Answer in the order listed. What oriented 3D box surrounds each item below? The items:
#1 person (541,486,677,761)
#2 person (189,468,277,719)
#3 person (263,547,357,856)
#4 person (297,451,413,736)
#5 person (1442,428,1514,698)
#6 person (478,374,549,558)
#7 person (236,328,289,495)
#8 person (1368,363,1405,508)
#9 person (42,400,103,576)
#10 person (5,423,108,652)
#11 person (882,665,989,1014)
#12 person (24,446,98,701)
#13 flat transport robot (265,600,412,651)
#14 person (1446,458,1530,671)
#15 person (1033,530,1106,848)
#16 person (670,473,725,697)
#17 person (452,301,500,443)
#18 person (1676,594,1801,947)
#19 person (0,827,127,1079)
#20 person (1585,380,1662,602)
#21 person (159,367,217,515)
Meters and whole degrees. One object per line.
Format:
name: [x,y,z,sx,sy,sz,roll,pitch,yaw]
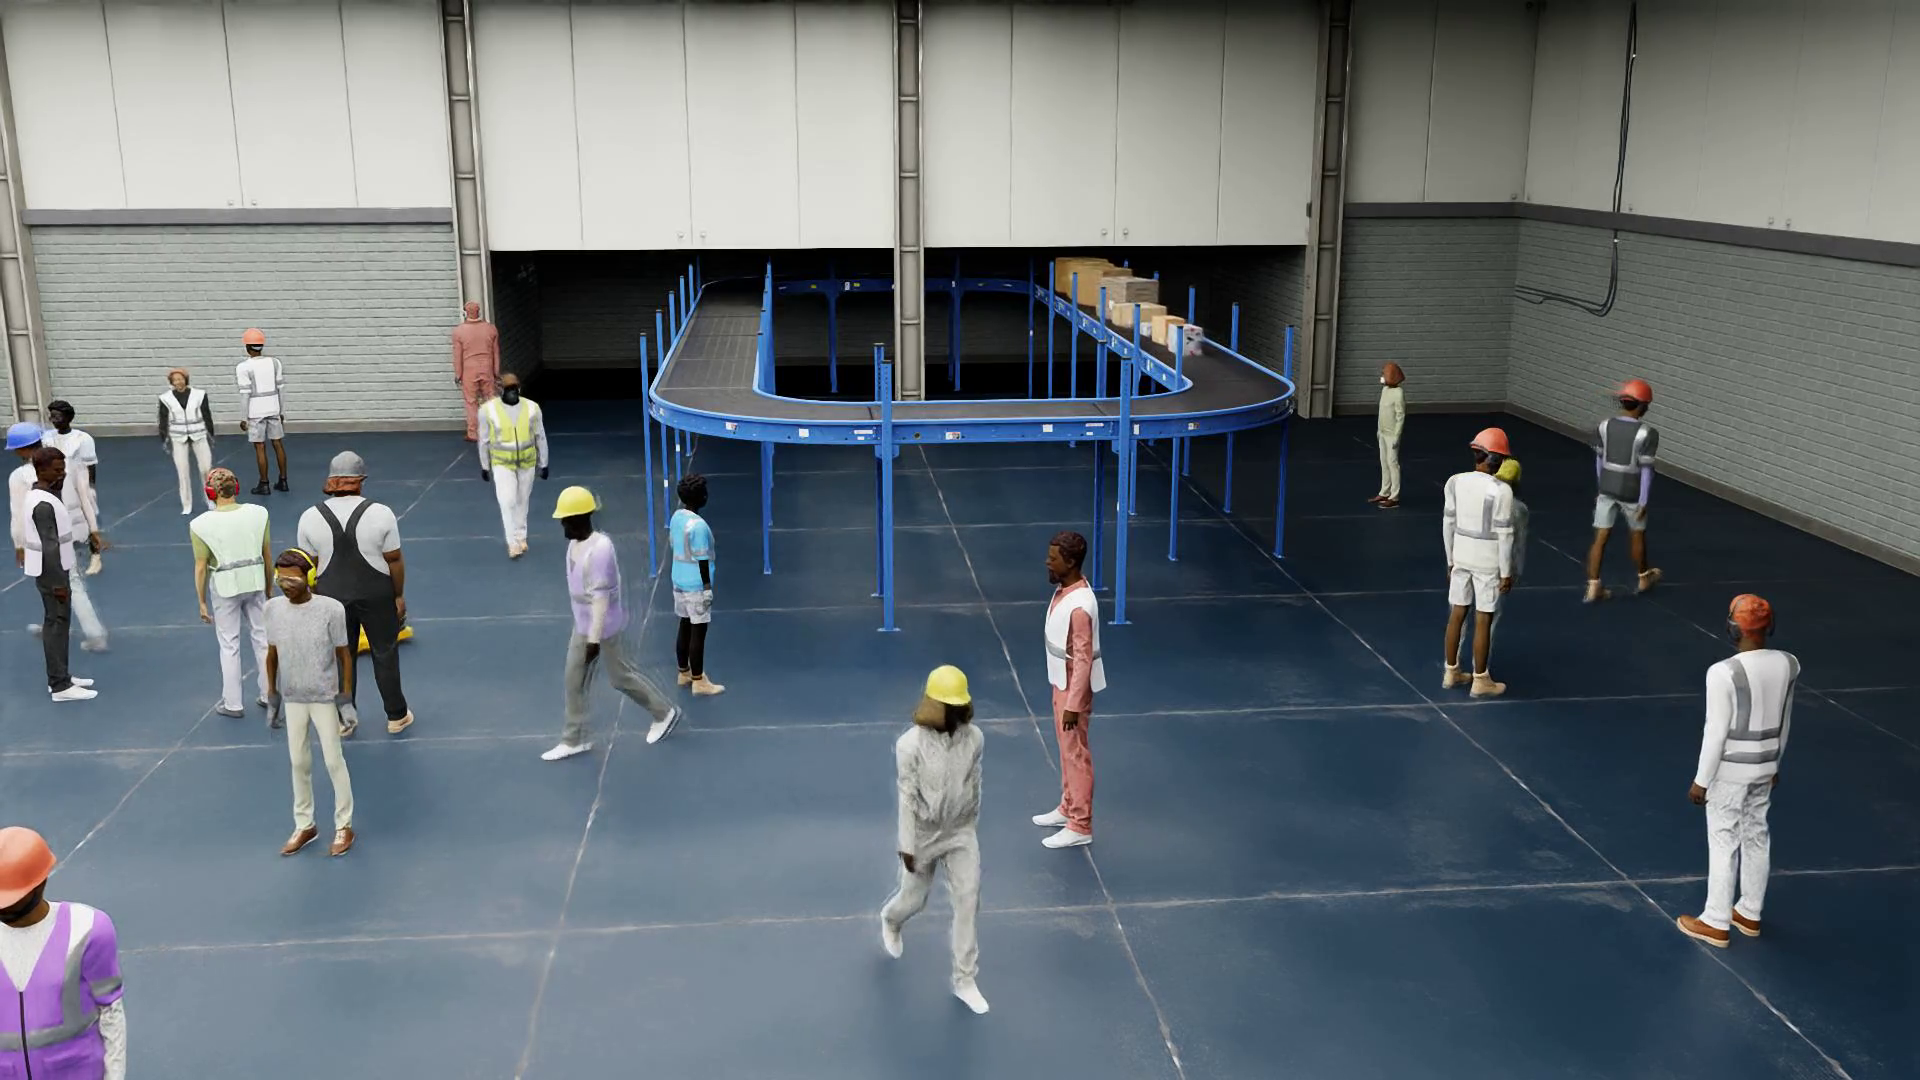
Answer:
person: [-2.416,0.538,11.322,0.913,1.892,0.584,-11,18,-38]
person: [-5.222,0.389,12.021,0.394,1.836,0.560,13,19,43]
person: [-3.805,0.944,9.737,0.533,1.864,0.310,1,14,4]
person: [-4.227,0.364,11.698,0.674,2.000,0.535,-2,14,-7]
person: [3.909,0.167,12.502,0.392,2.034,0.605,-9,17,-32]
person: [-4.388,-0.725,16.512,0.654,1.811,0.848,-7,16,-27]
person: [-8.109,-1.486,19.307,0.360,1.939,0.543,10,17,36]
person: [4.821,-1.179,18.697,0.267,1.631,0.507,-2,14,-9]
person: [-8.456,-0.494,15.827,0.530,1.697,0.322,2,14,7]
person: [-7.381,-0.024,13.541,0.977,1.884,0.636,4,15,16]
person: [-0.127,1.405,8.180,0.483,1.715,0.757,-7,16,-25]
person: [-6.773,0.249,12.418,0.374,1.912,0.595,-8,16,-29]
flat transport robot: [-5.340,0.673,14.054,1.431,0.197,0.652,11,18,36]
person: [4.143,0.212,12.984,0.525,1.697,0.474,3,14,12]
person: [0.663,0.878,9.891,0.392,1.920,0.589,-1,14,-5]
person: [-1.996,0.329,12.536,0.316,1.695,0.541,-8,16,-30]
person: [-6.555,-2.281,22.544,0.642,1.913,0.409,-10,17,-34]
person: [4.059,1.201,8.674,0.575,1.881,0.356,-6,15,-22]
person: [-3.195,1.894,5.809,0.543,1.928,0.374,-3,14,-13]
person: [6.066,-0.457,15.075,1.003,1.999,0.614,-12,18,-40]
person: [-8.530,-1.098,18.388,0.540,1.632,0.370,-5,15,-21]
